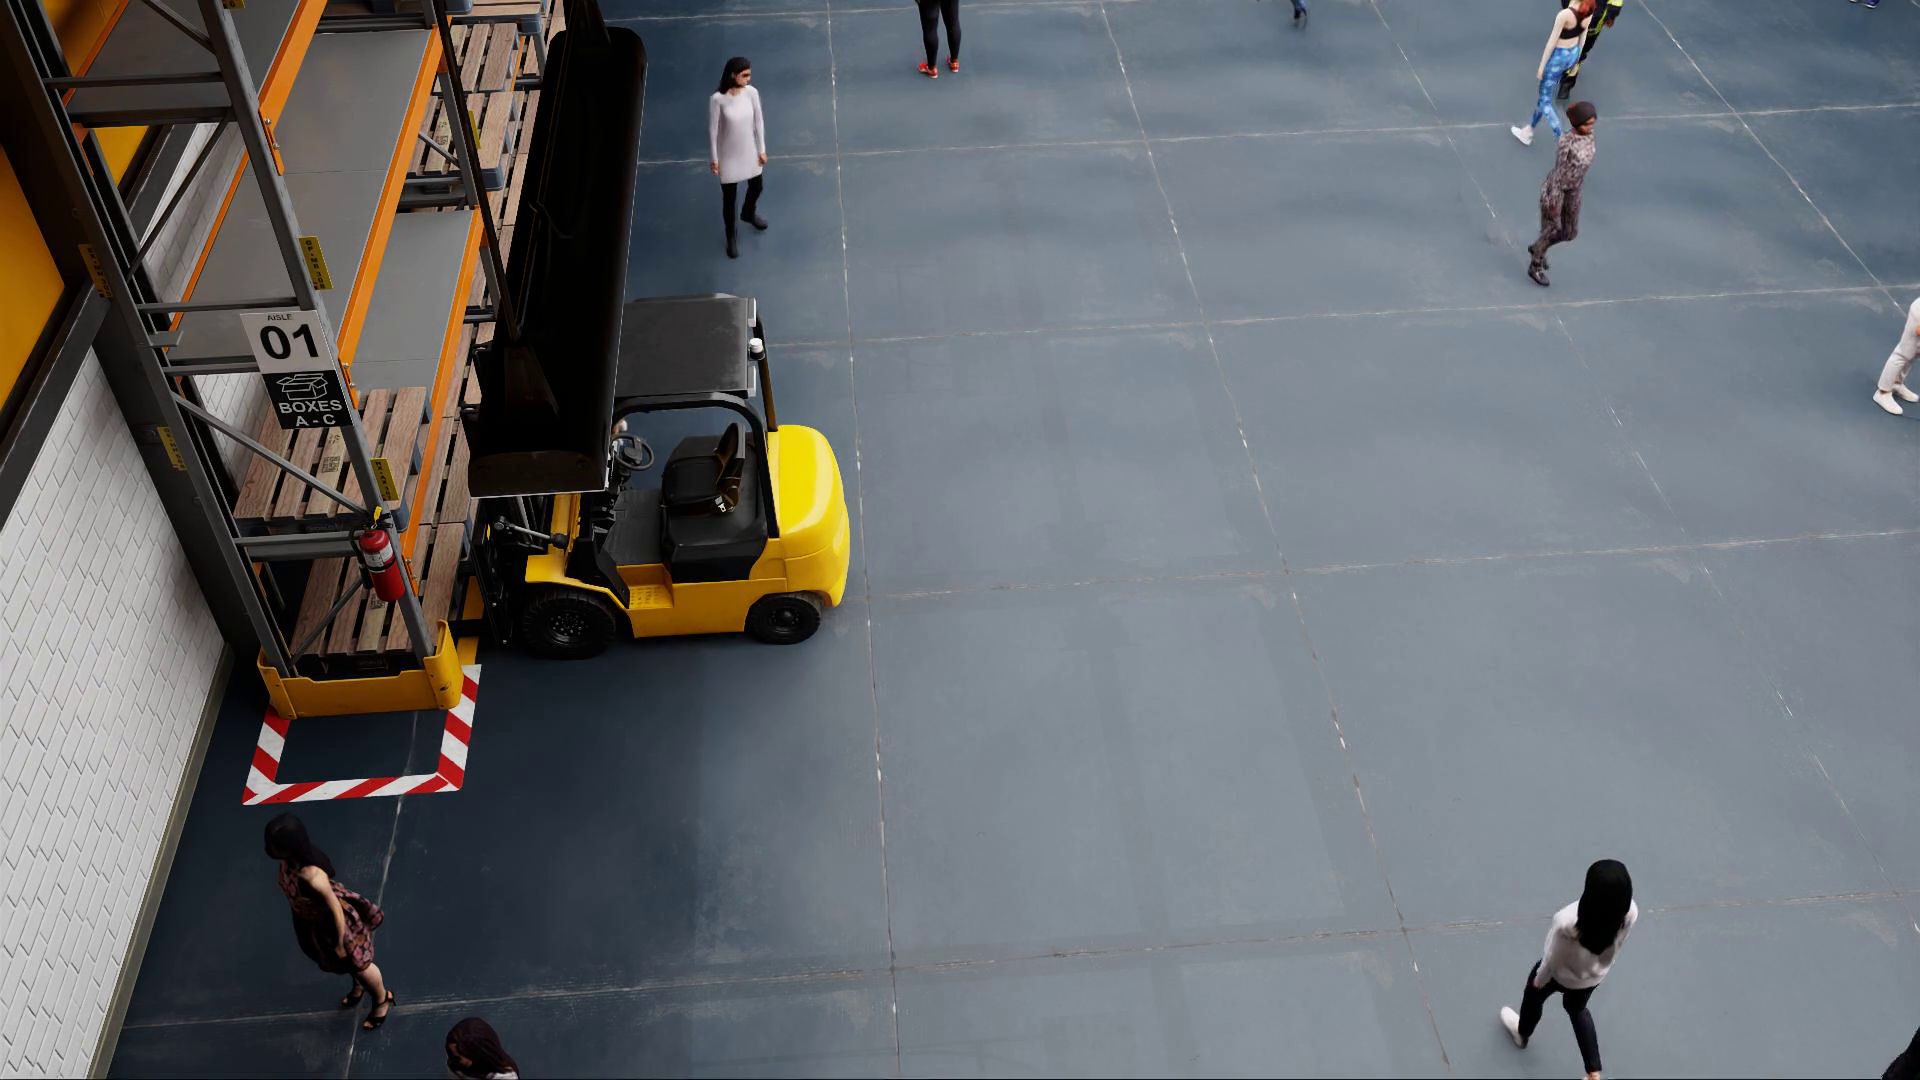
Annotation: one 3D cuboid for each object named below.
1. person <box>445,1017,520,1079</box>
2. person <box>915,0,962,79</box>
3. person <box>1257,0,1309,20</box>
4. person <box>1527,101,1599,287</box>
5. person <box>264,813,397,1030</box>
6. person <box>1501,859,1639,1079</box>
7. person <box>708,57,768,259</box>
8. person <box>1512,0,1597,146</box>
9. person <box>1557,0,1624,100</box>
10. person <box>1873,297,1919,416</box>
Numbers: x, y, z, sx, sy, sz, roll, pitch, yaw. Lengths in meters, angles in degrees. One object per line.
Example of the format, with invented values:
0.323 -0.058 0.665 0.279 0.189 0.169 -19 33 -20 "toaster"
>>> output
-2.227 2.767 8.036 0.678 1.633 0.707 24 48 23 "person"
-0.208 -5.512 16.595 0.756 1.815 0.747 -19 47 -18 "person"
3.438 -6.326 17.504 1.125 1.740 1.286 -28 50 -26 "person"
4.992 -2.943 13.978 0.672 1.704 0.737 -19 47 -18 "person"
-3.320 2.010 8.729 0.865 1.773 0.796 -33 53 -30 "person"
3.179 2.274 8.517 0.733 1.682 1.002 -11 45 -12 "person"
-1.899 -3.333 14.327 0.821 1.789 0.865 -10 44 -10 "person"
5.588 -4.322 15.384 0.817 1.763 1.163 -17 46 -17 "person"
6.253 -5.348 16.443 1.021 1.786 1.320 12 45 12 "person"
7.457 -1.750 12.738 0.685 1.688 0.702 -27 50 -25 "person"
